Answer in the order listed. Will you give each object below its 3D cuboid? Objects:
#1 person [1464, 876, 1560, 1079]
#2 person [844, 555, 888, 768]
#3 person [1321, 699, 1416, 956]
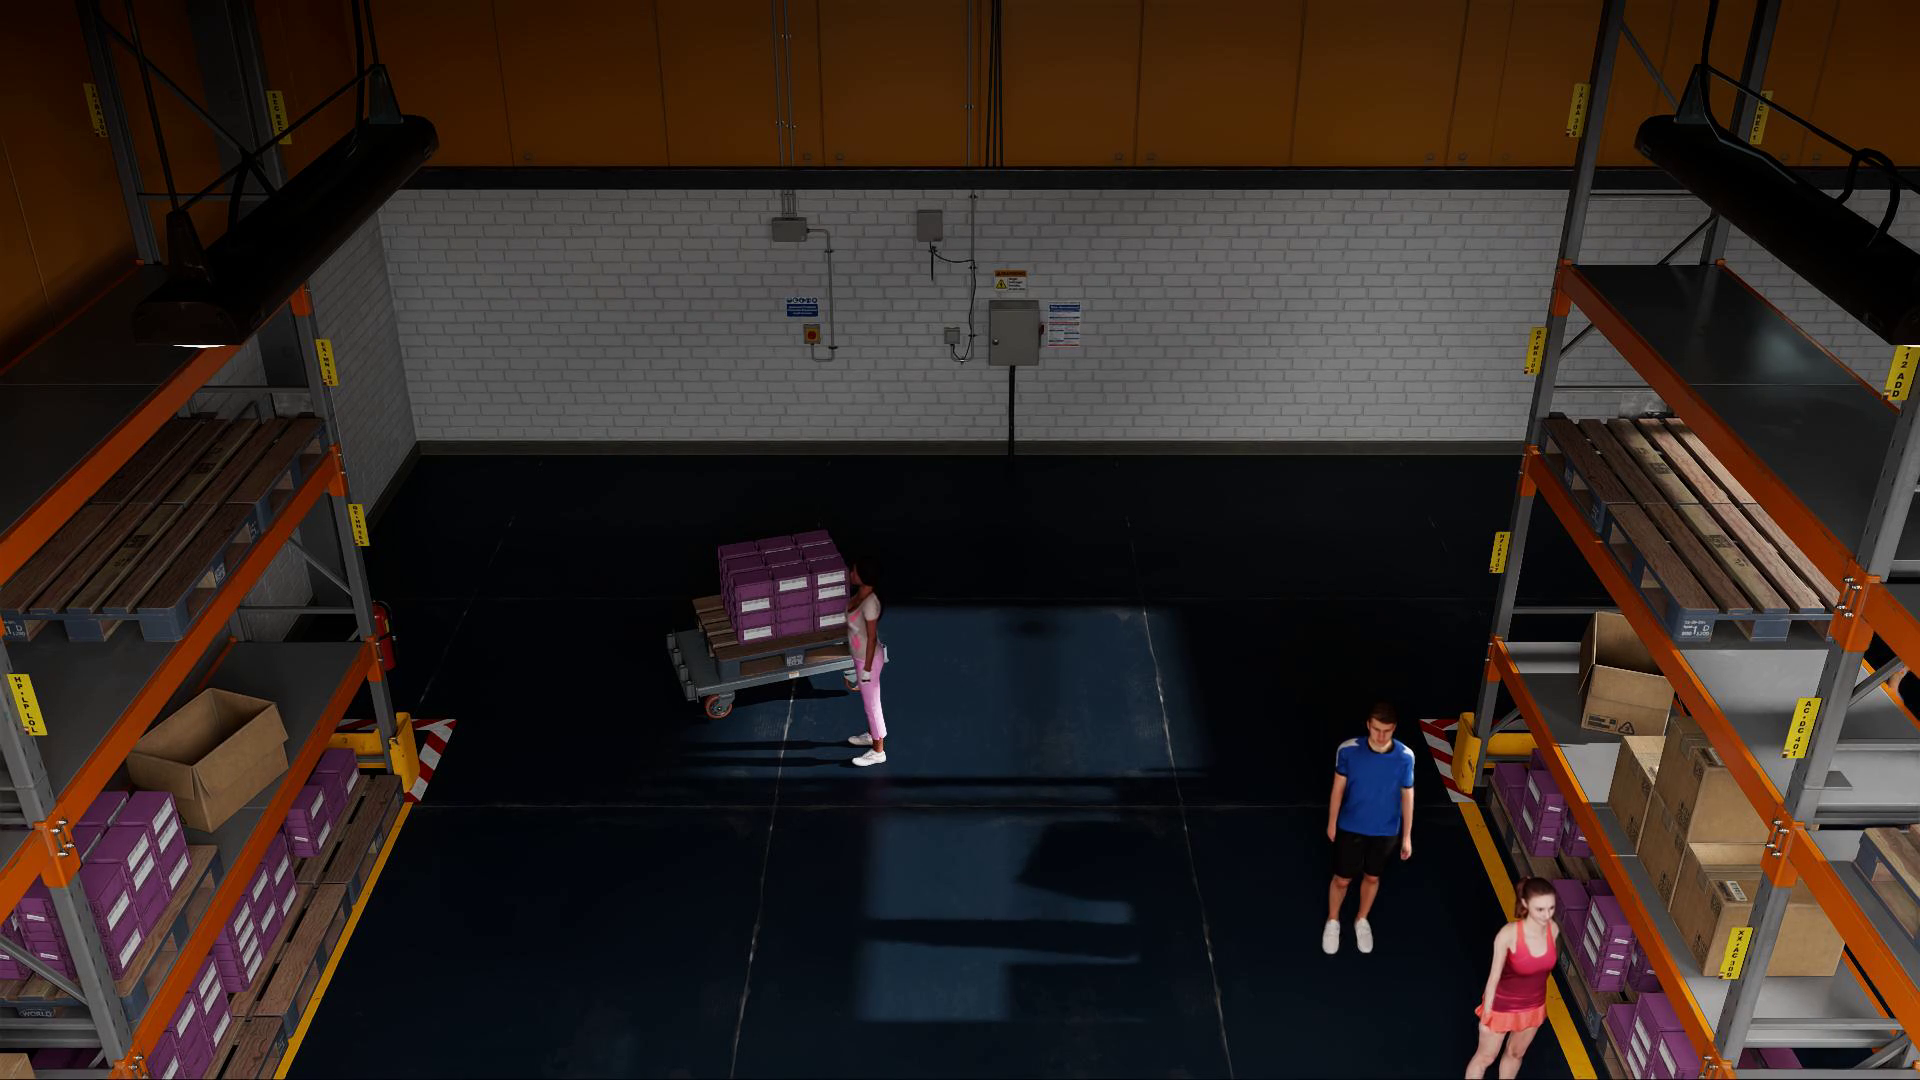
[{"bbox_3d":[3.089,2.589,9.267,0.630,1.754,0.636,-8,30,-14],"label":"person"},{"bbox_3d":[-0.686,0.882,12.409,0.658,1.742,0.496,-4,29,-8],"label":"person"},{"bbox_3d":[2.620,1.777,10.648,0.677,1.856,0.637,3,29,5],"label":"person"}]
